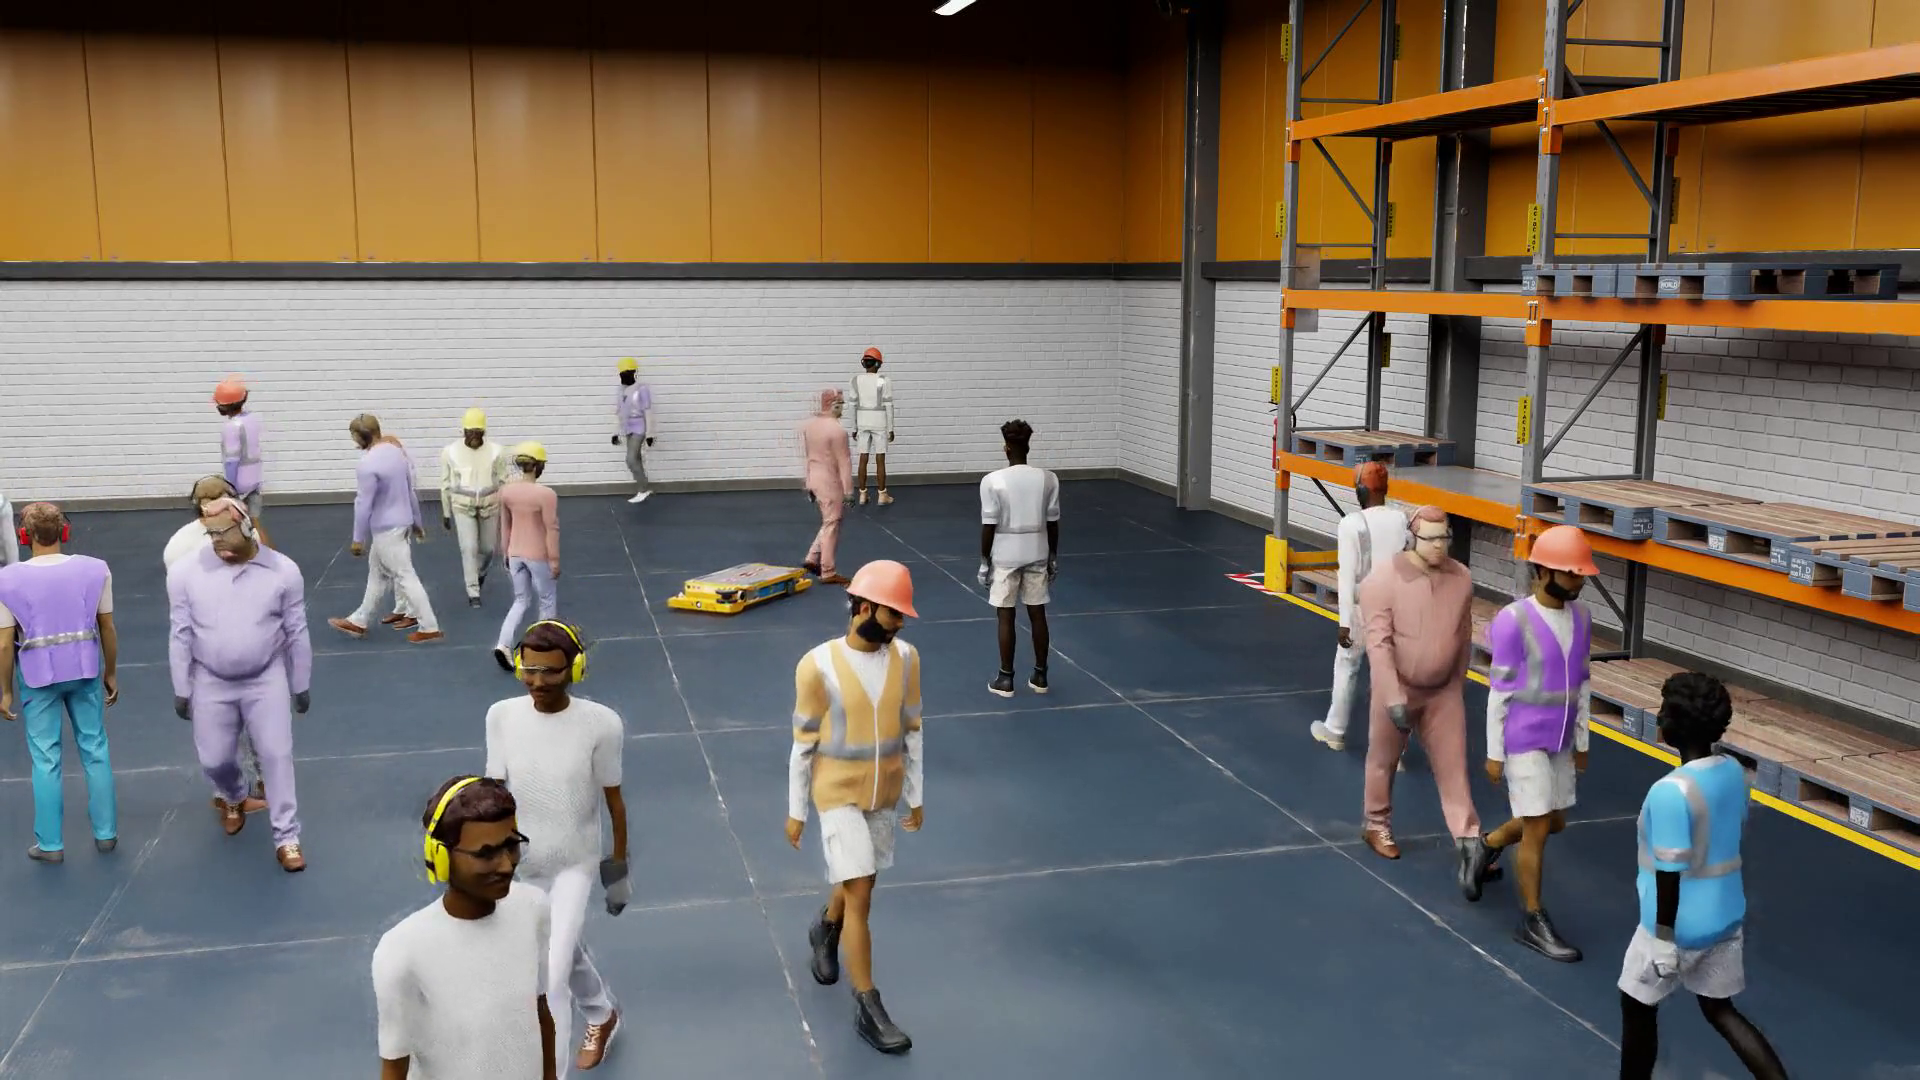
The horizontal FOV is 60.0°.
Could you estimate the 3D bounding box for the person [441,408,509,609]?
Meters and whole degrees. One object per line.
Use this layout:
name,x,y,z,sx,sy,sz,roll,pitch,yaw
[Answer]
person,-4.391,-0.317,15.077,0.602,1.804,0.797,-4,10,-23

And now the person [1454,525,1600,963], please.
person,2.513,0.855,7.414,0.545,1.915,0.736,-5,10,-29

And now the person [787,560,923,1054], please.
person,-0.430,0.990,6.663,0.565,1.887,0.946,-5,11,-31

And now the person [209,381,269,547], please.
person,-6.842,-0.521,15.806,0.540,1.995,0.731,1,9,4

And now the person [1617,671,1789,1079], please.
person,2.502,1.271,5.533,0.541,1.675,0.772,-7,11,-37

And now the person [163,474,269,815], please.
person,-3.977,0.583,9.121,0.543,1.902,0.657,4,10,21

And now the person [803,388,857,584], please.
person,-1.222,-0.510,15.983,0.416,1.895,0.660,-5,10,-28

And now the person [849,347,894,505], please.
person,-1.126,-1.466,21.488,0.605,2.036,0.389,3,10,19

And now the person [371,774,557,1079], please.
person,-1.170,1.436,3.952,0.634,1.853,0.527,6,11,32

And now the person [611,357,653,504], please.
person,-4.234,-1.414,21.571,0.502,1.910,0.597,-8,12,-41

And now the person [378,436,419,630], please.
person,-4.758,-0.066,13.998,0.268,1.632,0.507,-7,11,-37

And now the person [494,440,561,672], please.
person,-3.233,0.128,12.439,0.545,1.743,0.643,4,10,25

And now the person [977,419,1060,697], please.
person,0.412,0.126,11.767,0.614,1.962,0.366,-4,10,-21

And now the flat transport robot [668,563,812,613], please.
flat transport robot,-1.987,0.421,15.197,0.652,0.197,1.431,4,10,25

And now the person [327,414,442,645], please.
person,-4.646,-0.078,13.327,1.003,1.871,0.683,1,9,4

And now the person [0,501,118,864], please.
person,-4.562,0.721,8.425,0.566,1.847,0.389,-8,12,-42

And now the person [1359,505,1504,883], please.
person,2.292,0.756,8.181,0.649,1.850,1.020,-2,9,-12

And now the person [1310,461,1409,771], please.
person,2.493,0.431,10.228,0.615,1.841,0.909,-3,10,-19

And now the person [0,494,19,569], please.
person,-6.981,0.223,11.755,0.600,1.773,0.930,-4,10,-24

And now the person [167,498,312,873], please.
person,-3.624,0.704,8.416,0.672,1.879,0.713,-4,10,-24

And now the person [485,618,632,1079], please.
person,-1.413,1.146,5.906,0.493,1.817,1.000,2,9,13
